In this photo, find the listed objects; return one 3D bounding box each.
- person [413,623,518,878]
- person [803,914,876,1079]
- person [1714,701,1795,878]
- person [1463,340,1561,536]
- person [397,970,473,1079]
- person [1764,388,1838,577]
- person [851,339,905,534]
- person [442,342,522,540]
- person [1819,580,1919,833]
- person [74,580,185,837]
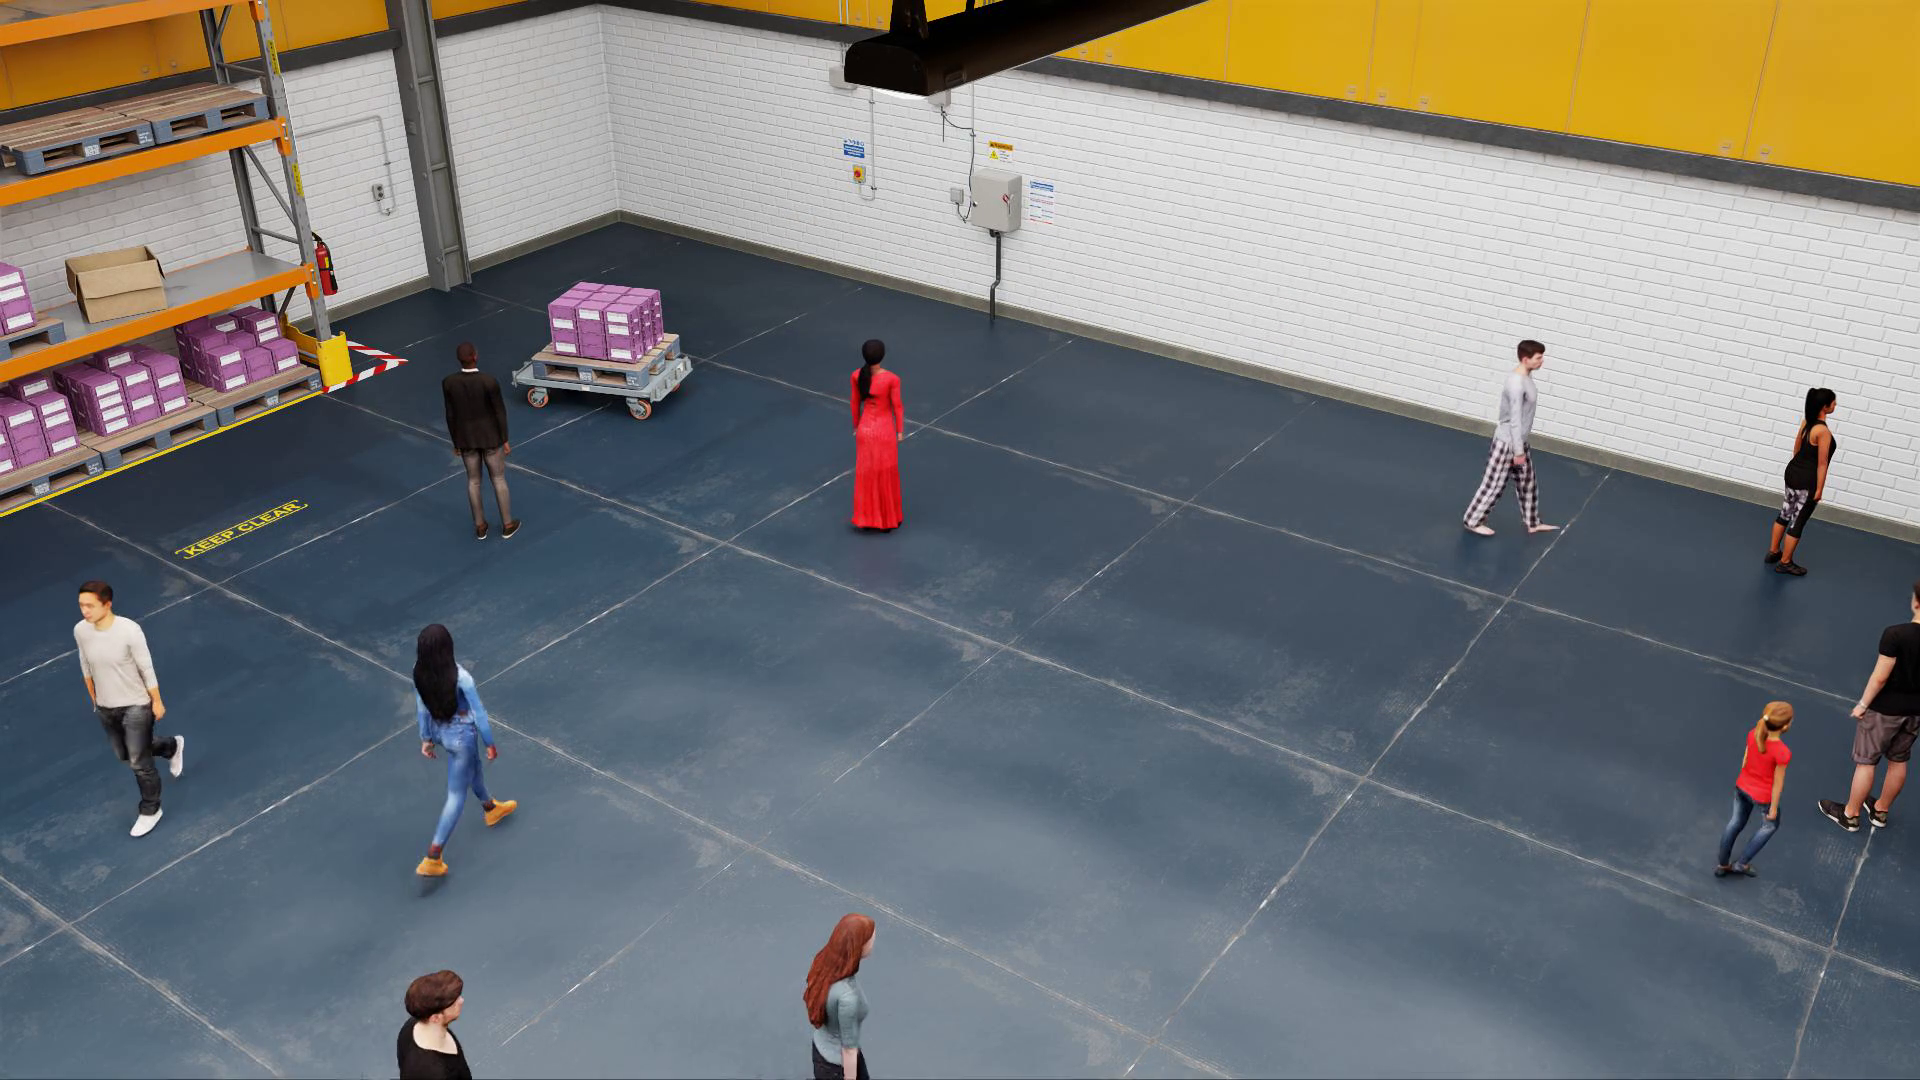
[{"bbox_3d":[-3.209,1.334,10.422,0.745,1.669,1.234,13,31,22],"label":"person"},{"bbox_3d":[-0.675,2.568,8.119,1.174,1.708,1.075,-7,29,-13],"label":"person"},{"bbox_3d":[4.906,1.584,10.346,0.637,1.302,0.595,-12,31,-21],"label":"person"},{"bbox_3d":[4.654,-0.864,14.292,0.795,1.821,0.995,14,32,25],"label":"person"},{"bbox_3d":[-2.437,2.767,7.573,0.949,1.880,0.874,-12,31,-20],"label":"person"},{"bbox_3d":[7.011,-0.506,13.815,0.724,1.649,0.643,-1,29,-3],"label":"person"},{"bbox_3d":[-0.730,-0.898,14.394,0.701,1.783,0.709,9,30,15],"label":"person"},{"bbox_3d":[-4.121,-0.853,14.295,0.740,1.799,0.758,0,29,0],"label":"person"},{"bbox_3d":[6.033,1.063,10.716,0.757,1.863,0.812,-4,29,-8],"label":"person"},{"bbox_3d":[-5.402,1.012,10.882,0.910,1.793,1.087,4,29,8],"label":"person"}]
